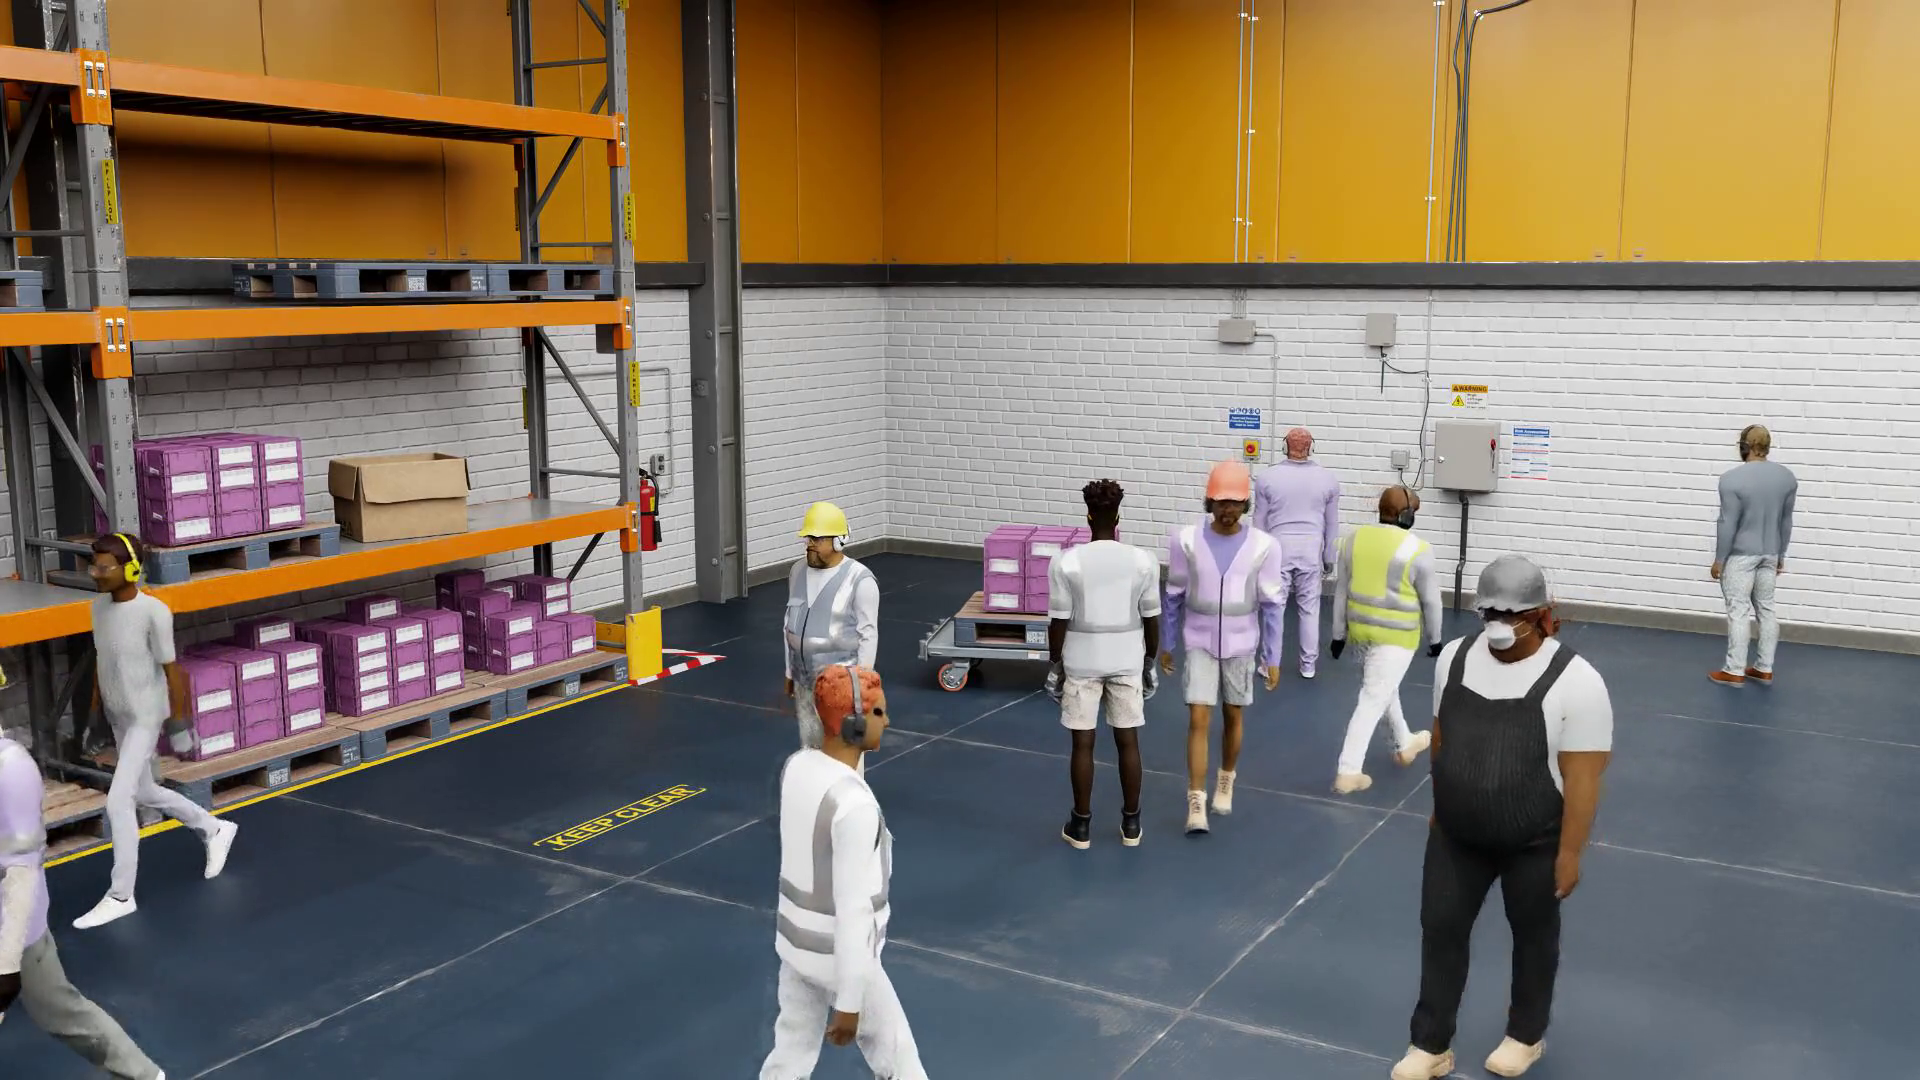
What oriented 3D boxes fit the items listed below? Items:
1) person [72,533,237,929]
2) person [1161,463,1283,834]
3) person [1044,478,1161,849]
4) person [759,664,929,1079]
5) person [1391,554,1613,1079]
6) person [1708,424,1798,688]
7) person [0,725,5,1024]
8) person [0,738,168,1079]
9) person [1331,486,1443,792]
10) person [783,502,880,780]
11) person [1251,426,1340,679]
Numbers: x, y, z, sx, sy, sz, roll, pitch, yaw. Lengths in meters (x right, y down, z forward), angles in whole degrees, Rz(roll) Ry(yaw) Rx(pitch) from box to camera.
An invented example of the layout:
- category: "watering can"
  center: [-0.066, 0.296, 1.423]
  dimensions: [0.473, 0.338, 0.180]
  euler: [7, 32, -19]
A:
- category: "person"
  center: [-3.900, 0.849, 7.976]
  dimensions: [0.521, 1.841, 0.860]
  euler: [6, 11, 31]
- category: "person"
  center: [1.417, 0.590, 9.020]
  dimensions: [0.650, 2.008, 0.958]
  euler: [2, 9, 11]
- category: "person"
  center: [0.752, 0.652, 8.786]
  dimensions: [0.614, 1.962, 0.365]
  euler: [-1, 9, -6]
- category: "person"
  center: [-0.289, 1.284, 5.240]
  dimensions: [0.956, 1.839, 0.580]
  euler: [-5, 11, -30]
- category: "person"
  center: [1.945, 1.044, 6.107]
  dimensions: [0.712, 2.000, 0.833]
  euler: [9, 13, 44]
- category: "person"
  center: [5.804, 0.118, 12.206]
  dimensions: [0.635, 1.936, 0.356]
  euler: [-2, 9, -15]
- category: "person"
  center: [-3.857, 1.100, 6.111]
  dimensions: [0.594, 1.946, 1.007]
  euler: [0, 9, 1]
- category: "person"
  center: [-3.140, 1.228, 5.486]
  dimensions: [0.606, 1.879, 1.037]
  euler: [4, 10, 25]
- category: "person"
  center: [2.565, 0.566, 9.879]
  dimensions: [1.004, 1.780, 0.624]
  euler: [-6, 11, -34]
- category: "person"
  center: [-0.715, 0.706, 8.863]
  dimensions: [0.588, 1.833, 0.404]
  euler: [6, 11, 33]
- category: "person"
  center: [2.499, 0.100, 12.458]
  dimensions: [0.644, 1.900, 0.403]
  euler: [0, 9, 2]
